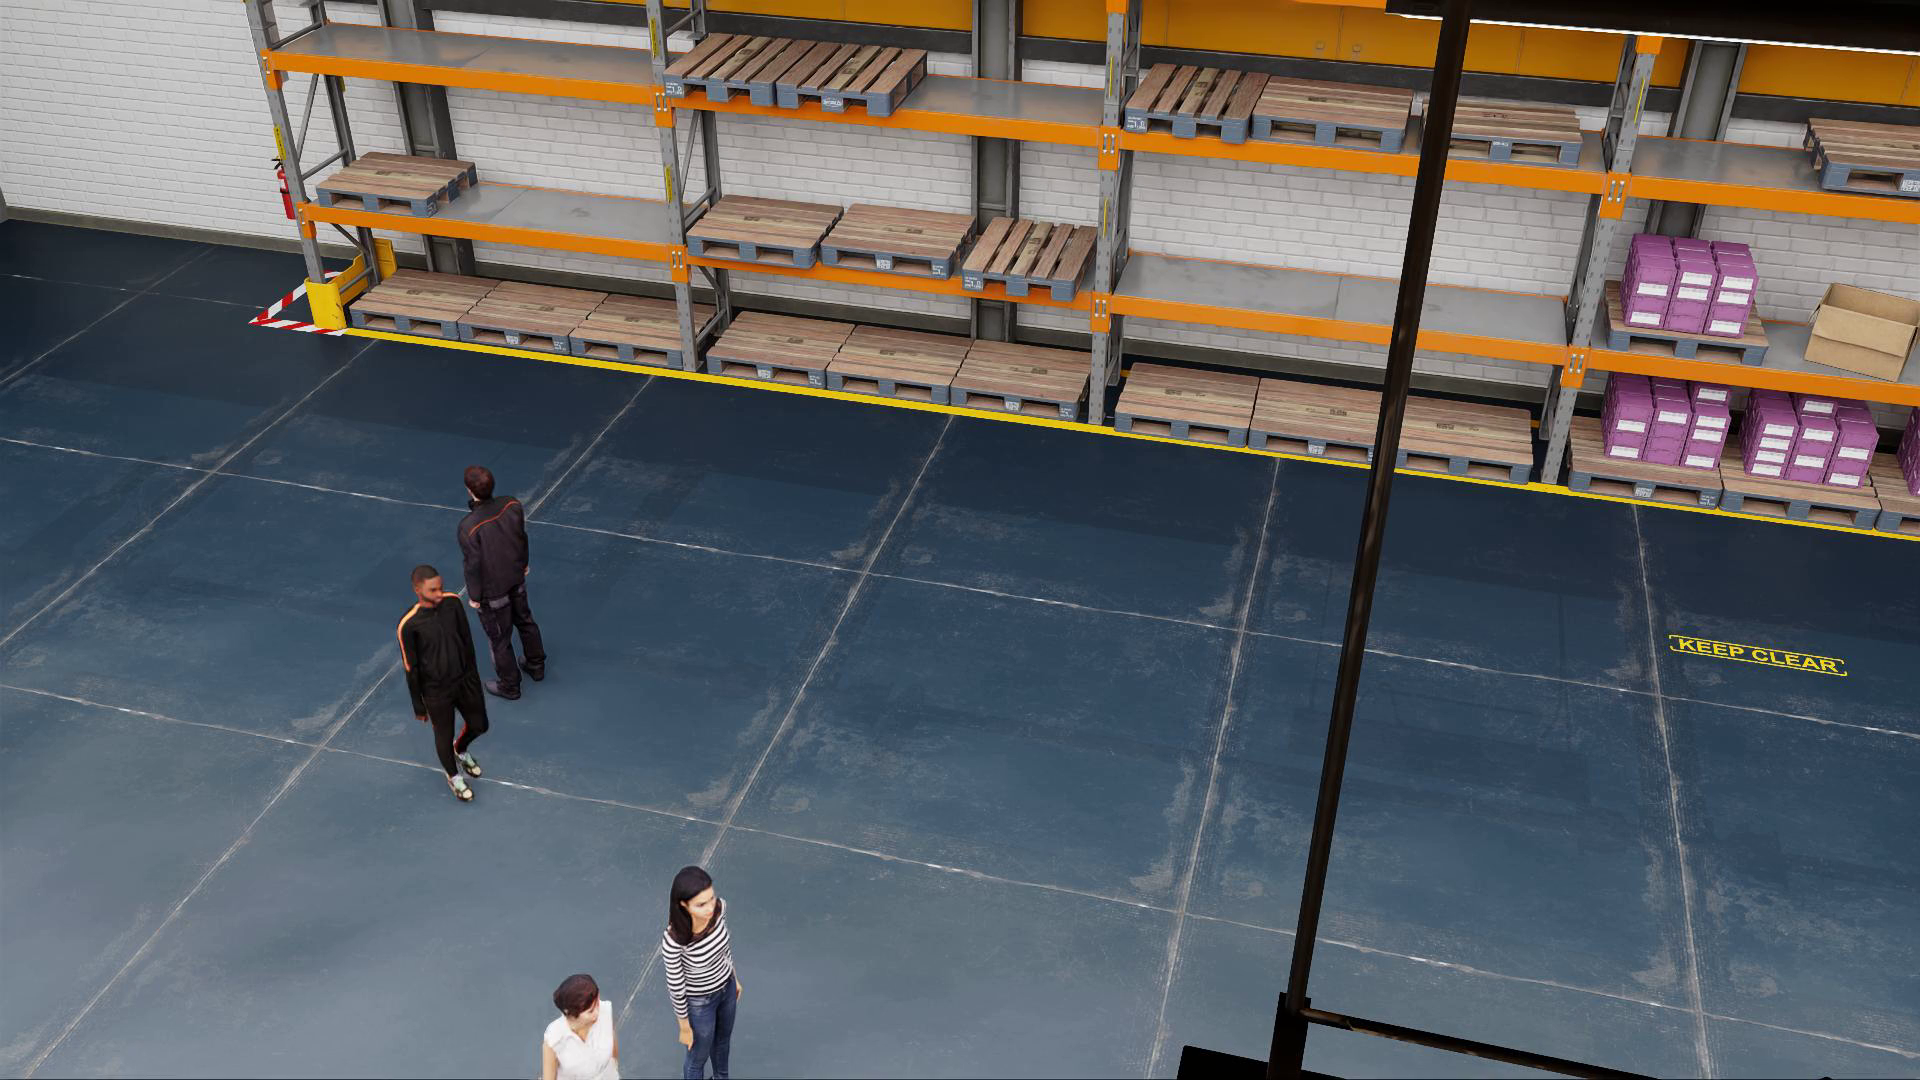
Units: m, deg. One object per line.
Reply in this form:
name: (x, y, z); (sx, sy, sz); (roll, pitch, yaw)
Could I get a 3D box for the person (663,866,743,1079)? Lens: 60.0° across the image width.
person: (-1.298, 2.352, 8.512); (0.588, 1.796, 0.646); (20, 38, 27)

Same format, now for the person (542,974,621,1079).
person: (-1.902, 2.680, 8.275); (0.884, 1.513, 0.950); (-17, 37, -24)

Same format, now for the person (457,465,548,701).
person: (-3.206, 0.286, 11.580); (0.696, 1.840, 0.789); (20, 38, 27)

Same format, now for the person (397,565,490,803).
person: (-3.362, 0.879, 10.728); (0.835, 1.795, 0.795); (29, 43, 36)
